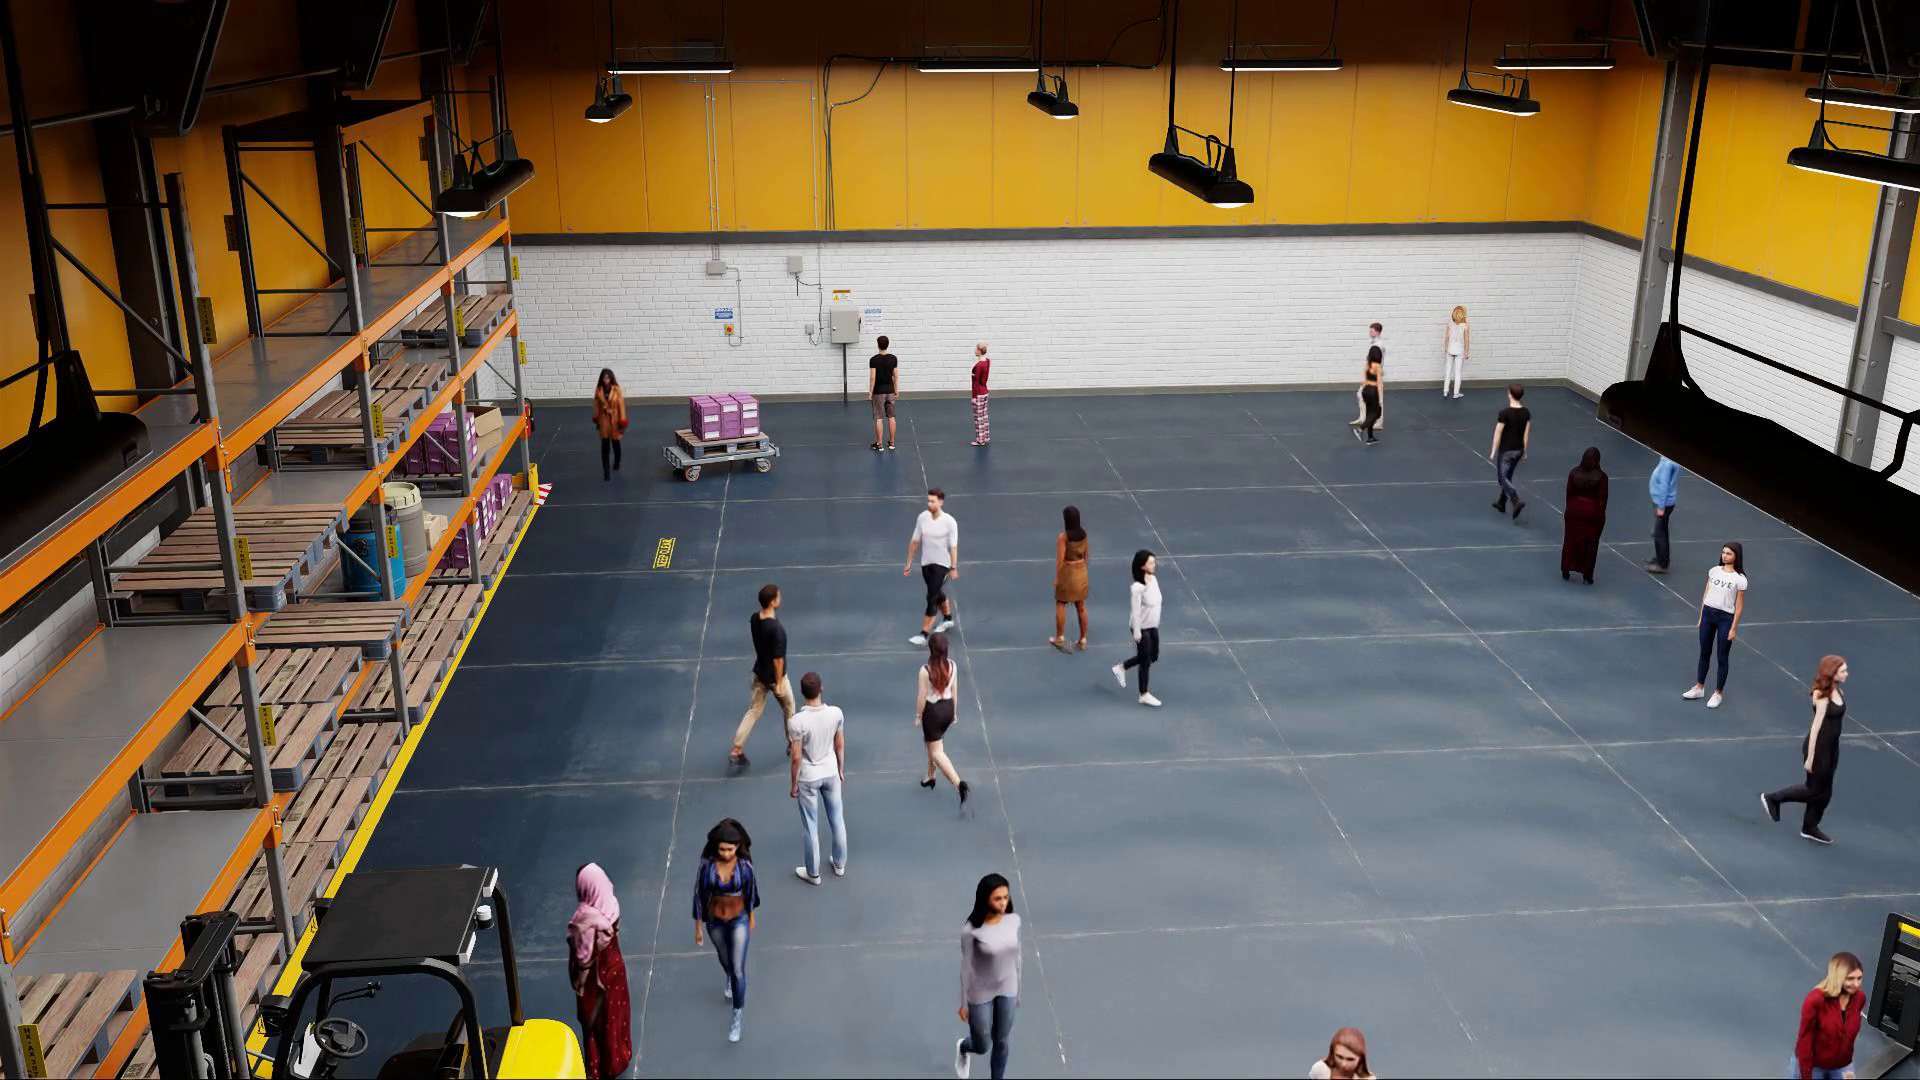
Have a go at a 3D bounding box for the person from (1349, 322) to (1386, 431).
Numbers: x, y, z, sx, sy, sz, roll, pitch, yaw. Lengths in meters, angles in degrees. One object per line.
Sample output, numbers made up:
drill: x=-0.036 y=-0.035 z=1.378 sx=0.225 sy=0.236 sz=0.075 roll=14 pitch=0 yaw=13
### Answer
person: x=7.043 y=-2.726 z=27.873 sx=0.771 sy=1.826 sz=0.762 roll=2 pitch=19 yaw=5

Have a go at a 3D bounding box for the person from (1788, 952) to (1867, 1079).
person: x=5.349 y=3.263 z=10.427 sx=0.641 sy=1.609 sz=0.819 roll=-2 pitch=19 yaw=-7

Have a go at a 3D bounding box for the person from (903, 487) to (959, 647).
person: x=-0.235 y=0.272 z=18.998 sx=1.169 sy=1.808 sz=1.291 roll=13 pitch=22 yaw=33

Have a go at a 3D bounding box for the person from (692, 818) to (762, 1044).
person: x=-1.683 y=2.739 z=12.037 sx=0.696 sy=1.575 sz=1.066 roll=0 pitch=19 yaw=1

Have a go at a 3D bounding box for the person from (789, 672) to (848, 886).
person: x=-1.180 y=1.979 z=13.860 sx=0.724 sy=1.852 sz=0.705 roll=-11 pitch=21 yaw=-29

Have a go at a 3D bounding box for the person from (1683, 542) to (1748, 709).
person: x=7.901 y=0.860 z=17.305 sx=0.727 sy=1.775 sz=0.615 roll=-12 pitch=22 yaw=-32

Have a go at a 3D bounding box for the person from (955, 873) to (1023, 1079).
person: x=0.164 y=2.981 z=11.088 sx=0.799 sy=1.723 sz=0.926 roll=-9 pitch=21 yaw=-25

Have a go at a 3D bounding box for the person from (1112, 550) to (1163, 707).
person: x=1.850 y=0.902 z=17.320 sx=0.944 sy=1.685 sz=0.913 roll=12 pitch=22 yaw=31

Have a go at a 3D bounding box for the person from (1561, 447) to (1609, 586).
person: x=7.822 y=-0.315 z=20.822 sx=0.758 sy=1.757 sz=0.816 roll=15 pitch=24 yaw=37

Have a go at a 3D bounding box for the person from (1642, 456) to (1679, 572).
person: x=9.024 y=-0.498 z=21.296 sx=0.809 sy=1.800 sz=0.688 roll=8 pitch=20 yaw=23

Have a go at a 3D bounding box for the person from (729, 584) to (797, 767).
person: x=-1.898 y=1.325 z=15.851 sx=1.161 sy=1.821 sz=1.173 roll=17 pitch=25 yaw=41

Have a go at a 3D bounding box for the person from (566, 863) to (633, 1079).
person: x=-2.460 y=2.937 z=11.349 sx=0.811 sy=1.639 sz=0.690 roll=7 pitch=20 yaw=20

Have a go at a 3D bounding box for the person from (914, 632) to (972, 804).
person: x=-0.165 y=1.661 z=15.162 sx=0.914 sy=1.623 sz=1.082 roll=-14 pitch=23 yaw=-36

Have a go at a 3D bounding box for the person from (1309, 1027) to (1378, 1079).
person: x=2.220 y=3.499 z=9.638 sx=0.922 sy=1.666 sz=1.086 roll=9 pitch=21 yaw=25

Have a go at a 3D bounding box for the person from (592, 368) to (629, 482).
person: x=-5.296 y=-1.757 z=25.247 sx=0.721 sy=1.666 sz=1.186 roll=0 pitch=19 yaw=-1

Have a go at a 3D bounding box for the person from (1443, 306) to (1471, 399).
person: x=9.000 y=-3.431 z=30.209 sx=0.688 sy=1.670 sz=0.742 roll=14 pitch=23 yaw=36

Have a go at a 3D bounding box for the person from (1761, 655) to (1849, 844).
person: x=7.453 y=1.805 z=14.564 sx=0.953 sy=1.733 sz=0.872 roll=18 pitch=25 yaw=42

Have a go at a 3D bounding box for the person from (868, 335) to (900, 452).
person: x=-1.237 y=-2.378 z=26.784 sx=0.766 sy=1.861 sz=0.720 roll=-9 pitch=21 yaw=-26

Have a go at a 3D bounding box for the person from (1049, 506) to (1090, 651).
person: x=1.284 y=0.450 z=18.674 sx=0.742 sy=1.678 sz=0.800 roll=-12 pitch=22 yaw=-32

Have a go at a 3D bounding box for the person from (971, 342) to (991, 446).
person: x=0.333 y=-2.390 z=27.077 sx=0.742 sy=1.698 sz=0.602 roll=7 pitch=20 yaw=21

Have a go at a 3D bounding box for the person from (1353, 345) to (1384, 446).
person: x=6.623 y=-2.324 z=27.023 sx=0.864 sy=1.607 sz=0.861 roll=-9 pitch=20 yaw=-24

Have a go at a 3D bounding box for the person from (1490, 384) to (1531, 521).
person: x=7.759 y=-1.212 z=23.297 sx=0.802 sy=1.876 sz=1.164 roll=-5 pitch=19 yaw=-14
